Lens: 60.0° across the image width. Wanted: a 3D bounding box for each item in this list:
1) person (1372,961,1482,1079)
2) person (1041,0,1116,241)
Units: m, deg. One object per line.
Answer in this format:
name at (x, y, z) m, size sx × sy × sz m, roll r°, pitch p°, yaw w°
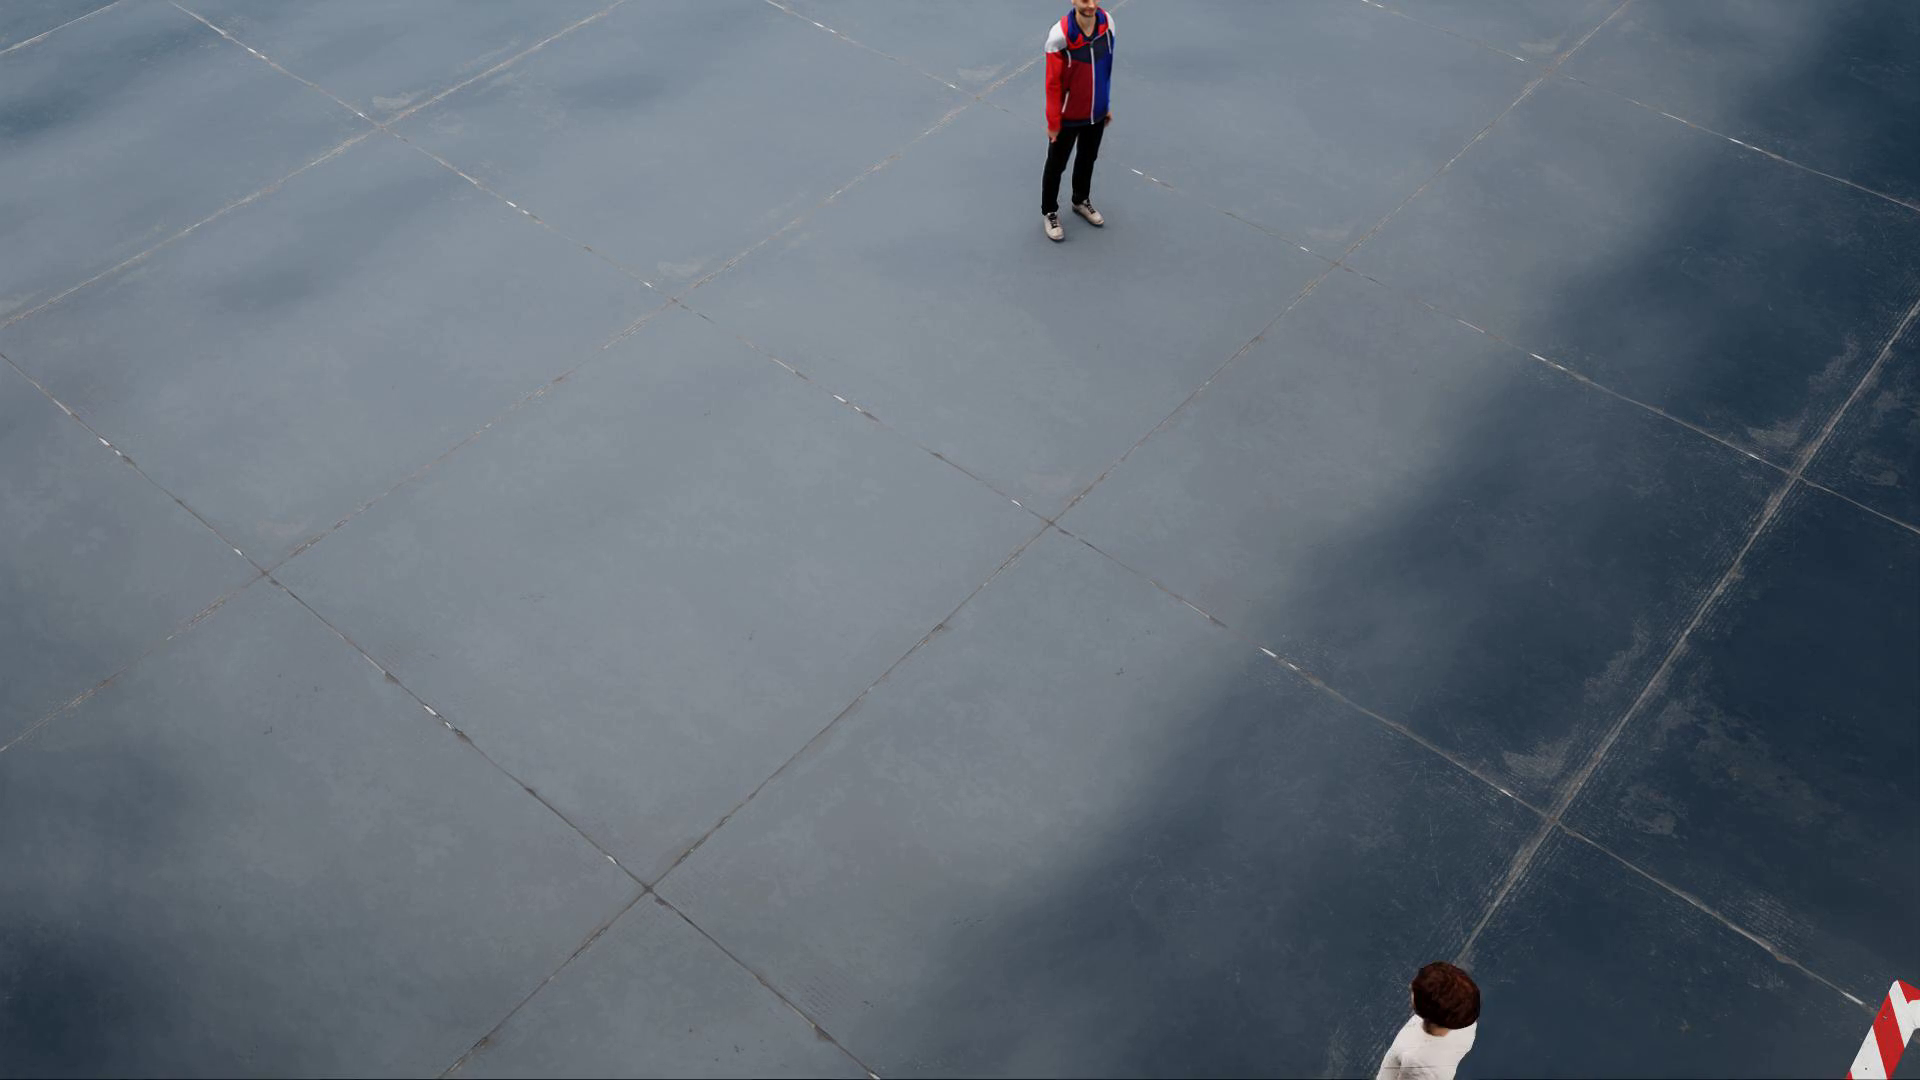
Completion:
person at (1.690, 2.055, 6.047) m, size 0.886 × 1.641 × 0.568 m, roll 31°, pitch 54°, yaw 25°
person at (0.738, -2.712, 10.376) m, size 0.706 × 1.757 × 0.662 m, roll -23°, pitch 51°, yaw -20°
